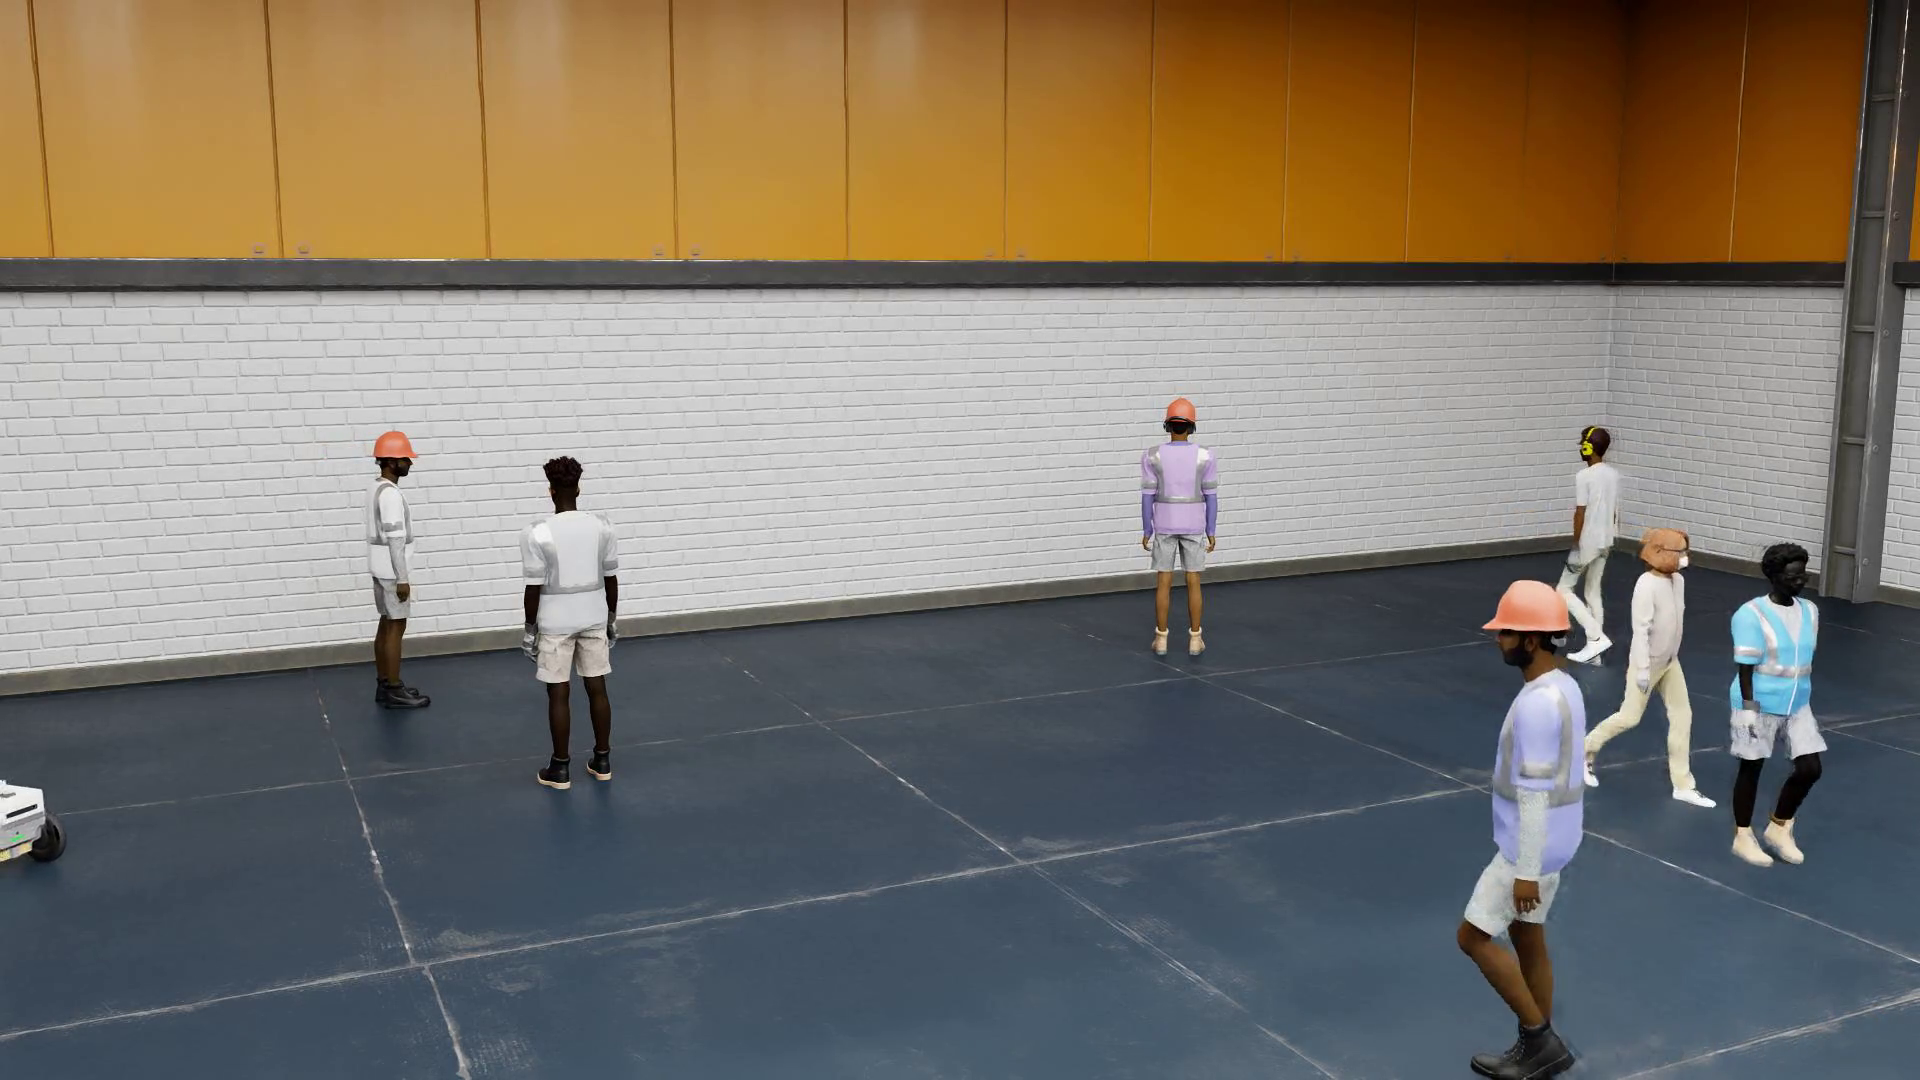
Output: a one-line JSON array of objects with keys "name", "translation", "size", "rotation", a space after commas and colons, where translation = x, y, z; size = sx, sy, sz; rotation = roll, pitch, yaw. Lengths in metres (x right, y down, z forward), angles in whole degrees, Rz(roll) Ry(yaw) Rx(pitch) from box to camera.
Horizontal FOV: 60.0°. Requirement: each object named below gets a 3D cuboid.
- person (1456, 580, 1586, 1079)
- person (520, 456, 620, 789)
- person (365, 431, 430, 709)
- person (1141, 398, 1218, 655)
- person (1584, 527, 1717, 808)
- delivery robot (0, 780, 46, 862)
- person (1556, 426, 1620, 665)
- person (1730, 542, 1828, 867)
[{"name": "person", "translation": [2.064, 1.100, 6.115], "size": [0.407, 1.920, 0.576], "rotation": [5, 10, 28]}, {"name": "person", "translation": [-2.296, 0.482, 9.813], "size": [0.611, 1.964, 0.362], "rotation": [-7, 11, -36]}, {"name": "person", "translation": [-3.933, 0.205, 11.616], "size": [0.373, 1.935, 0.552], "rotation": [-6, 11, -31]}, {"name": "person", "translation": [1.732, -0.101, 13.187], "size": [0.608, 2.044, 0.371], "rotation": [1, 9, 6]}, {"name": "person", "translation": [3.949, 0.701, 9.598], "size": [0.512, 1.602, 0.805], "rotation": [-8, 12, -40]}, {"name": "delivery robot", "translation": [-5.008, 1.364, 8.415], "size": [0.707, 0.478, 0.477], "rotation": [3, 10, 20]}, {"name": "person", "translation": [4.847, 0.052, 12.813], "size": [0.544, 1.855, 0.401], "rotation": [-6, 11, -33]}, {"name": "person", "translation": [4.133, 0.848, 8.423], "size": [0.539, 1.682, 0.432], "rotation": [-2, 9, -13]}]
